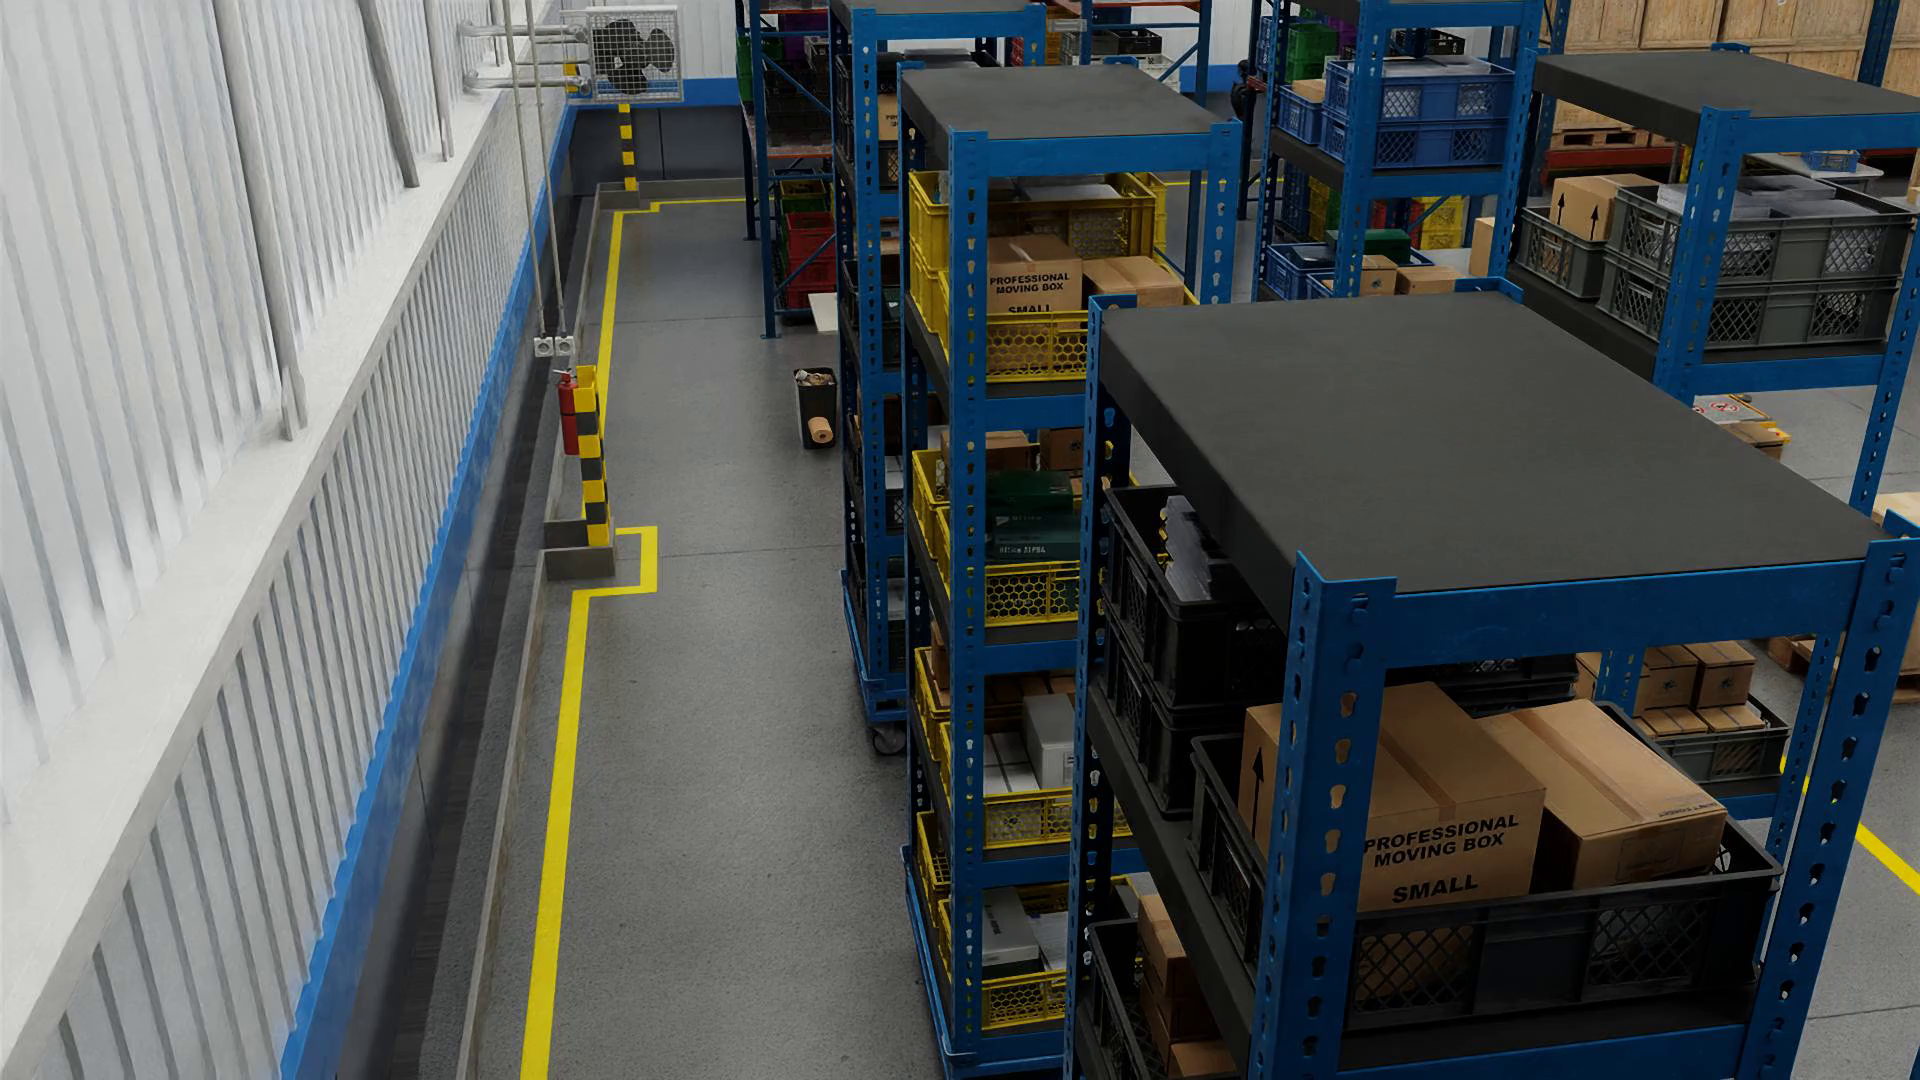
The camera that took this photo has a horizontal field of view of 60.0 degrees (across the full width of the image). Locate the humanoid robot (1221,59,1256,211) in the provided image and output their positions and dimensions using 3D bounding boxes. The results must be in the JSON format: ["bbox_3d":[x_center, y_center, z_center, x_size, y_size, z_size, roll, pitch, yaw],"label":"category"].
[{"bbox_3d":[3.061,-4.401,18.167,0.315,1.653,0.603,3,25,7],"label":"humanoid robot"}]

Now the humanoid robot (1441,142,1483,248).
[{"bbox_3d":[5.118,-3.775,16.823,0.564,1.631,0.581,-3,25,-6],"label":"humanoid robot"}]

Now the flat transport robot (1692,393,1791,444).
[{"bbox_3d":[5.224,-0.859,12.132,1.431,0.197,0.652,-4,25,-8],"label":"flat transport robot"}]
